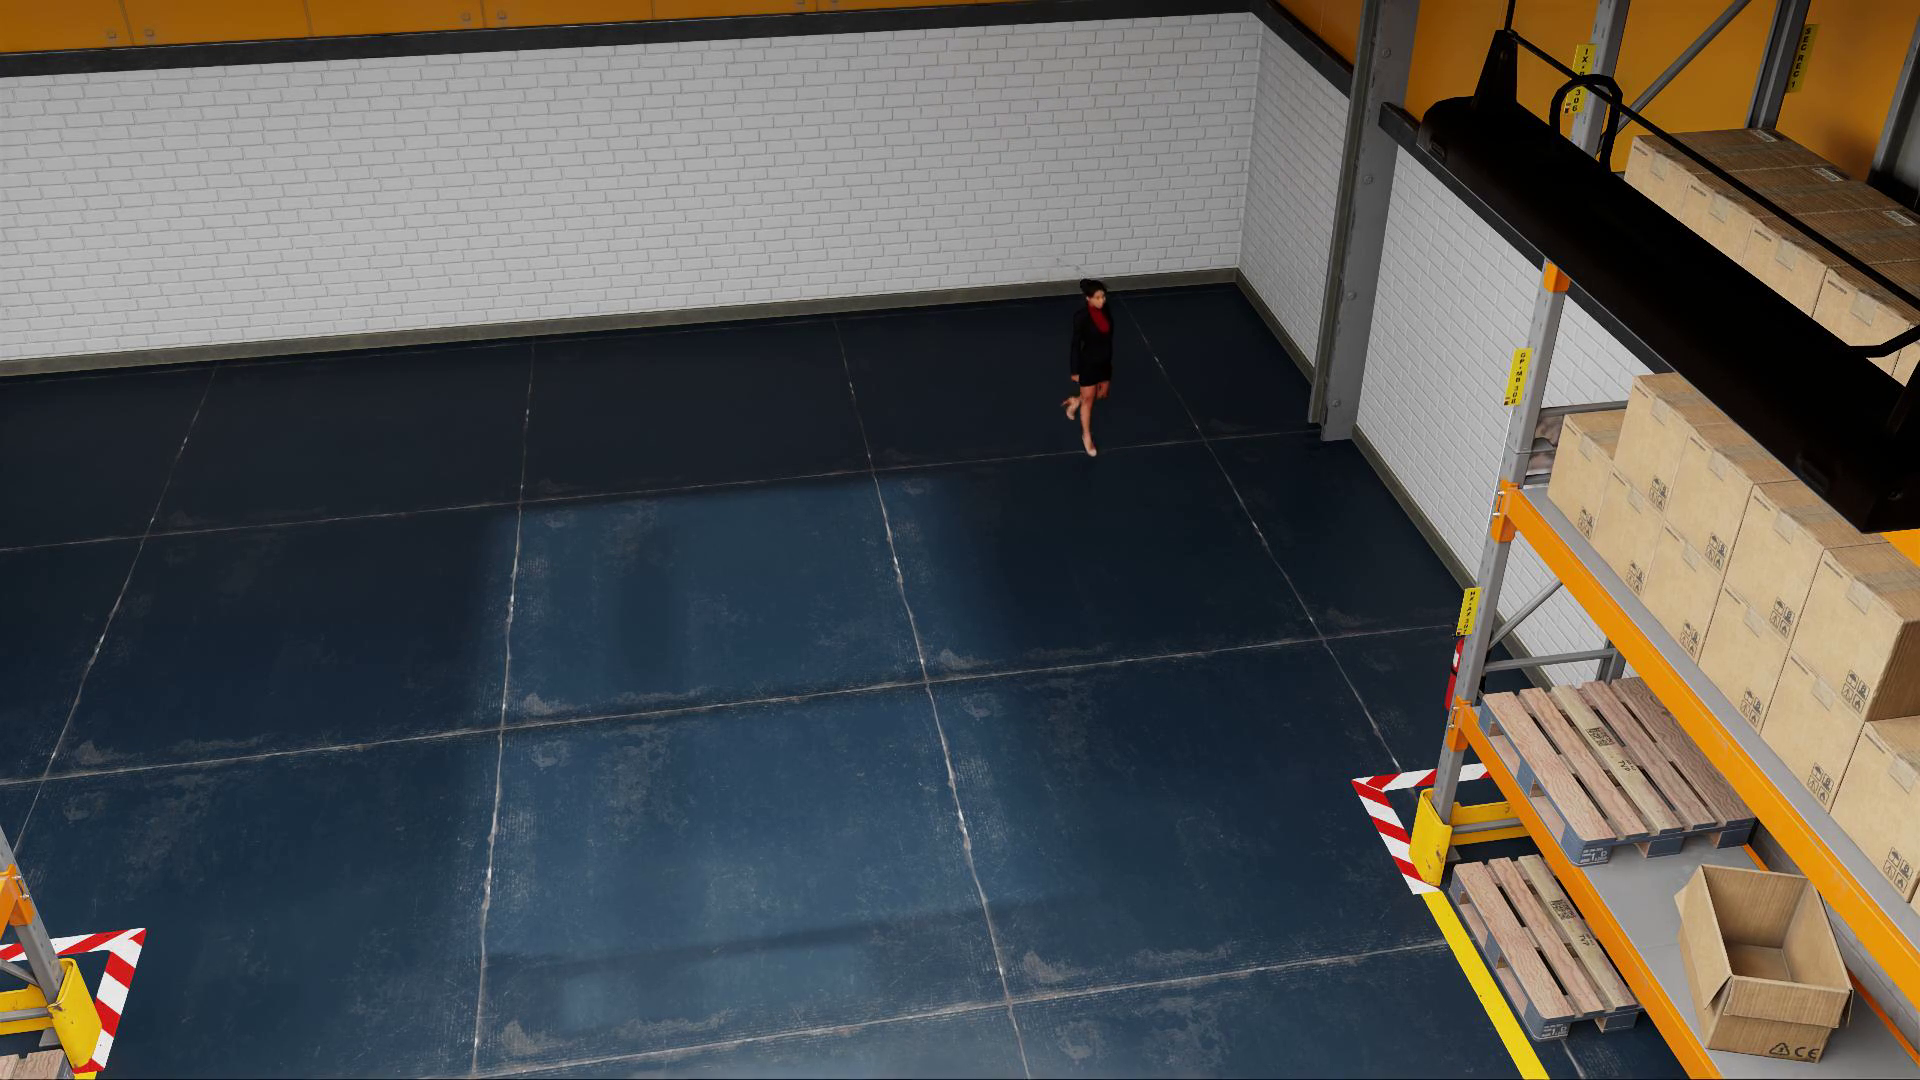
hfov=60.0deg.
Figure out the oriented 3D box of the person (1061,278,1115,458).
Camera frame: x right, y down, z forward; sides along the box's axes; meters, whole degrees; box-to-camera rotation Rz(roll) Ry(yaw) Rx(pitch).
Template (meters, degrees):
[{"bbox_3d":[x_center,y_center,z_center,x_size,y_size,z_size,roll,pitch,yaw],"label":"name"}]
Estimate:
[{"bbox_3d":[1.097,-1.518,14.368,0.775,1.628,0.893,-24,40,-31],"label":"person"}]
